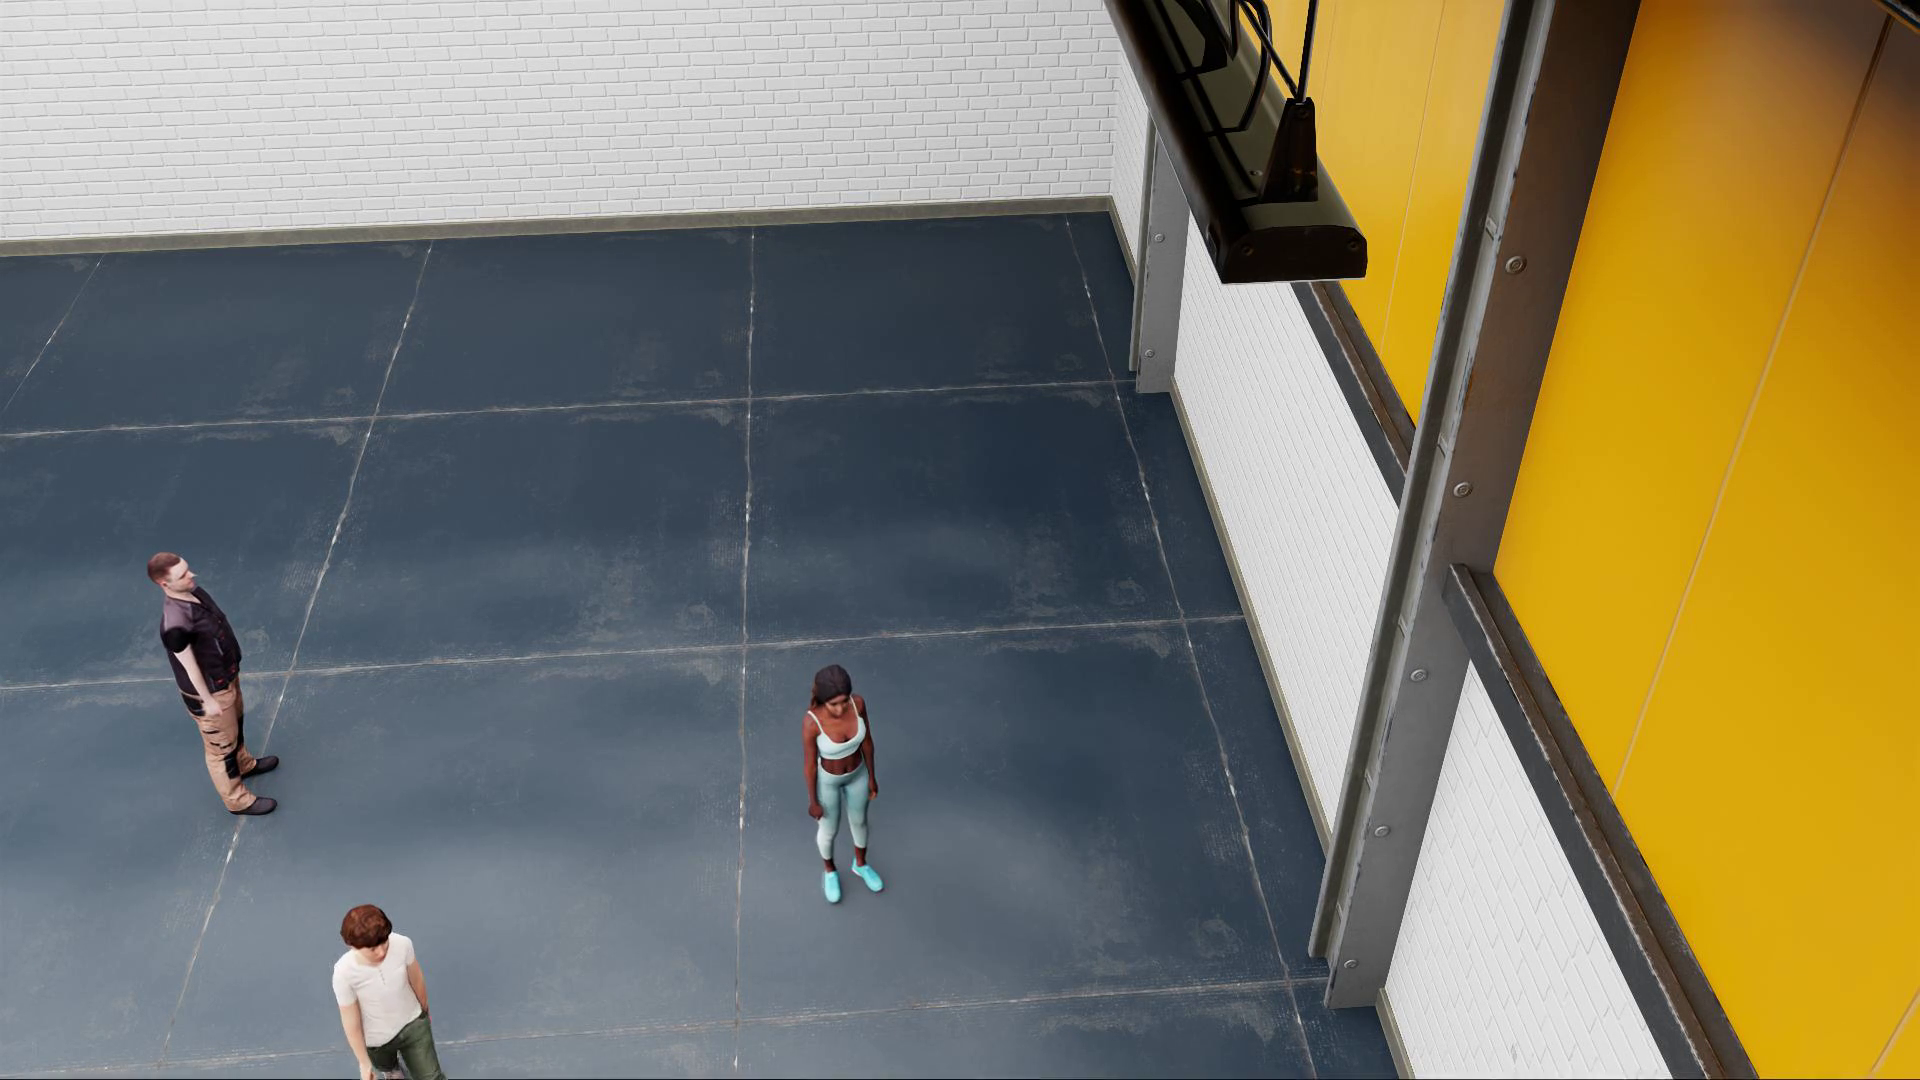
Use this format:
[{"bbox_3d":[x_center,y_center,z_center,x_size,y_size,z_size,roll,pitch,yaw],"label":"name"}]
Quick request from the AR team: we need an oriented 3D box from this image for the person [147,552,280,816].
[{"bbox_3d":[-4.366,0.800,9.638,0.779,1.841,0.580,-9,39,-11],"label":"person"}]

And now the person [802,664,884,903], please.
[{"bbox_3d":[-0.658,1.311,9.092,0.646,1.723,0.659,-20,43,-23],"label":"person"}]

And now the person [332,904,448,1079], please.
[{"bbox_3d":[-2.762,2.288,7.954,0.969,1.617,1.182,-26,45,-29],"label":"person"}]
